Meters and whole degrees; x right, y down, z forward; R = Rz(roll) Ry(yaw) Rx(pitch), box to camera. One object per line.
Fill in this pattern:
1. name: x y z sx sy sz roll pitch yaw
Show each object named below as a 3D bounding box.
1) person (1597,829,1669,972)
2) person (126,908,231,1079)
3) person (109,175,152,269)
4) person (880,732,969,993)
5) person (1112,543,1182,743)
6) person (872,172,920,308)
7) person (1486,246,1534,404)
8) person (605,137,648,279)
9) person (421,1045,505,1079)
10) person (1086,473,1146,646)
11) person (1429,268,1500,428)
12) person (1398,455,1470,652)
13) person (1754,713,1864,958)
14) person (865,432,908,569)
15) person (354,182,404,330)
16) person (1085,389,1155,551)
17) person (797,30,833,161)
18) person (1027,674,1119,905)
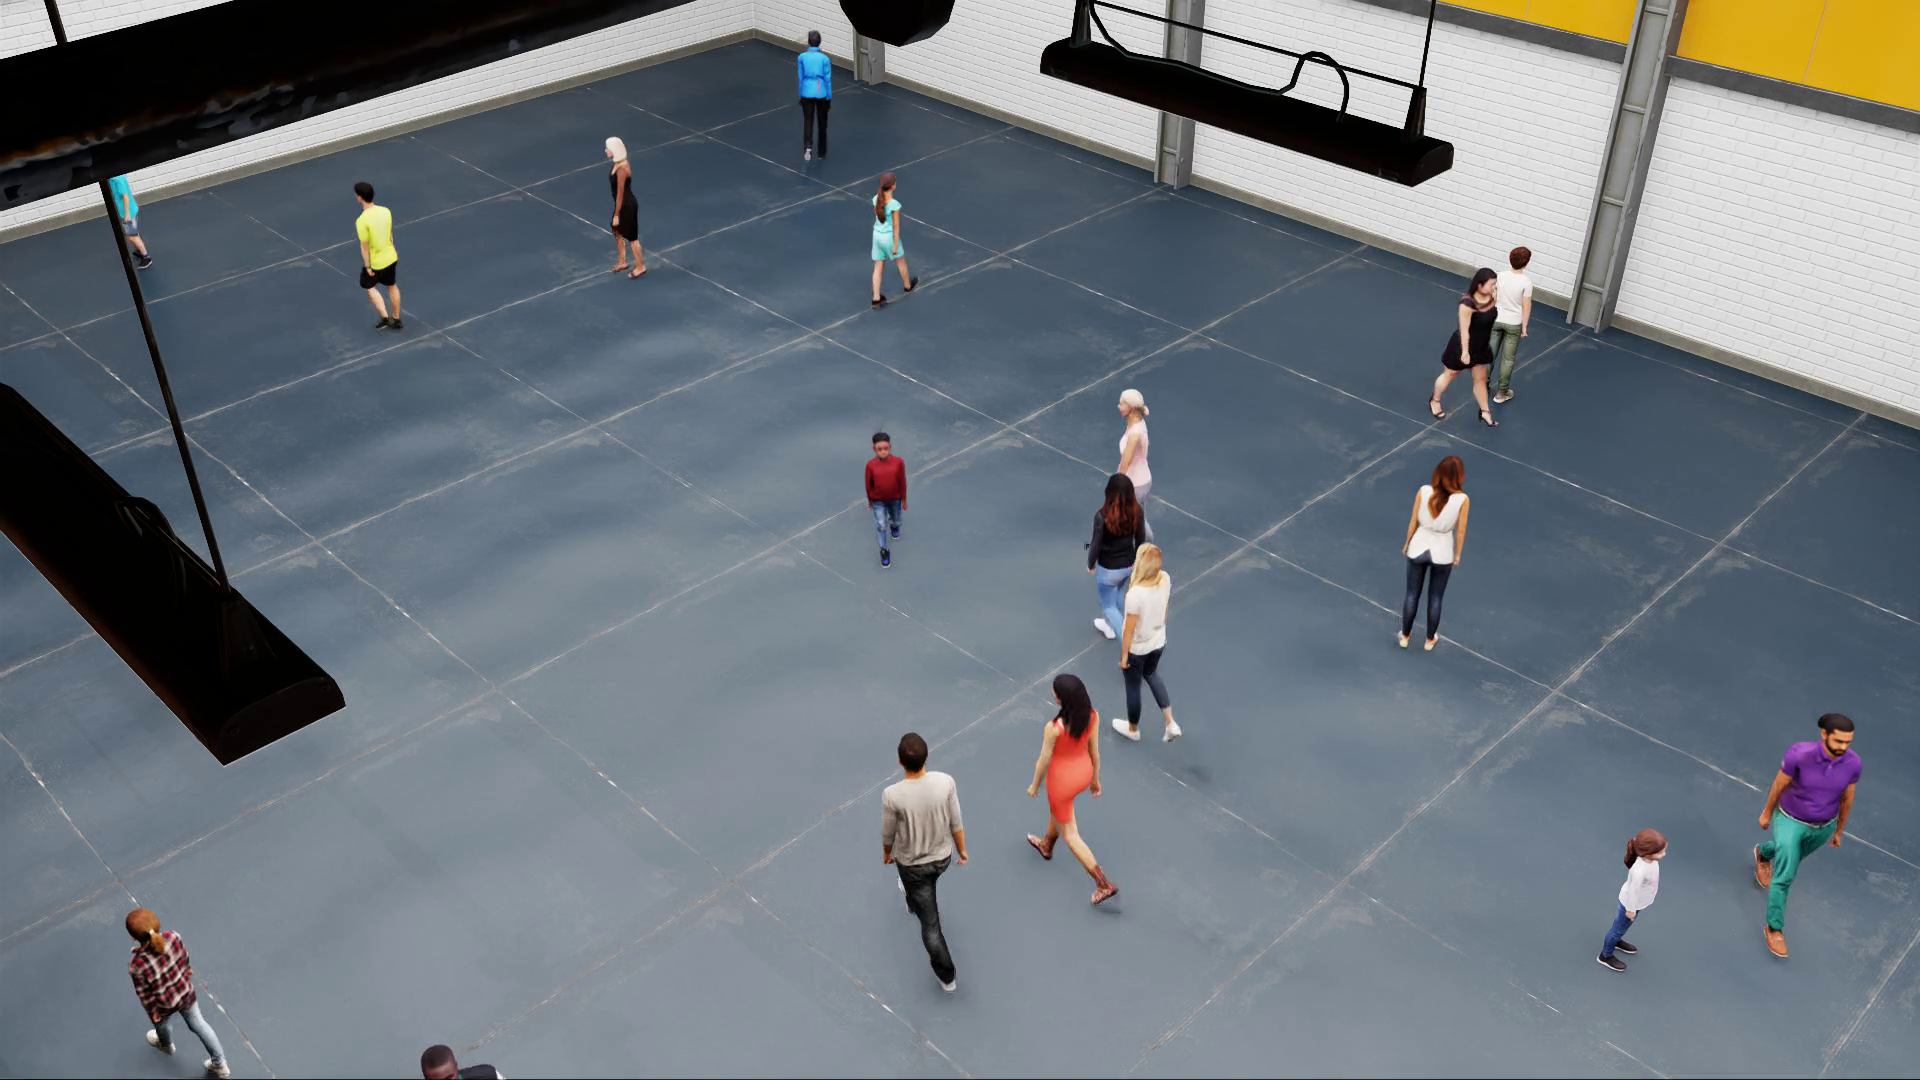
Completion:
1. person: 4.311 2.272 10.646 0.490 1.110 0.463 23 40 30
2. person: -4.630 2.706 9.845 0.961 1.274 0.681 18 38 25
3. person: -9.887 -3.948 19.715 0.807 1.429 0.519 -13 36 -18
4. person: -0.188 2.055 10.389 0.983 1.754 1.295 -13 36 -19
5. person: 1.423 0.817 12.209 0.654 1.802 0.858 -25 41 -32
6. person: -0.877 -3.357 18.739 0.959 1.525 0.772 18 38 25
7. person: 5.540 -2.196 16.876 0.505 1.654 0.670 23 40 30
8. person: -3.802 -3.843 19.284 0.850 1.731 0.780 -5 34 -8
9. person: -2.541 3.190 8.621 0.849 1.822 1.036 -17 37 -23
10. person: 1.273 0.250 13.235 0.804 1.609 1.085 -17 37 -24
11. person: 4.937 -1.925 16.441 0.693 1.684 0.978 -27 42 -34
12. person: 3.749 0.113 13.286 0.599 1.782 0.735 14 36 20
13. person: 5.456 1.774 10.831 1.166 1.733 1.154 3 34 4
14. person: -0.642 -0.411 14.560 0.757 1.243 0.845 -3 34 -4
15. person: -6.285 -3.076 18.161 0.654 1.697 0.681 21 39 28
16. person: 1.594 -0.503 14.289 0.946 1.698 0.871 0 34 0
17. person: -1.974 -5.945 22.401 0.944 1.781 0.981 3 34 4
18. person: 0.781 1.661 11.047 0.657 1.683 1.138 -26 41 -33
